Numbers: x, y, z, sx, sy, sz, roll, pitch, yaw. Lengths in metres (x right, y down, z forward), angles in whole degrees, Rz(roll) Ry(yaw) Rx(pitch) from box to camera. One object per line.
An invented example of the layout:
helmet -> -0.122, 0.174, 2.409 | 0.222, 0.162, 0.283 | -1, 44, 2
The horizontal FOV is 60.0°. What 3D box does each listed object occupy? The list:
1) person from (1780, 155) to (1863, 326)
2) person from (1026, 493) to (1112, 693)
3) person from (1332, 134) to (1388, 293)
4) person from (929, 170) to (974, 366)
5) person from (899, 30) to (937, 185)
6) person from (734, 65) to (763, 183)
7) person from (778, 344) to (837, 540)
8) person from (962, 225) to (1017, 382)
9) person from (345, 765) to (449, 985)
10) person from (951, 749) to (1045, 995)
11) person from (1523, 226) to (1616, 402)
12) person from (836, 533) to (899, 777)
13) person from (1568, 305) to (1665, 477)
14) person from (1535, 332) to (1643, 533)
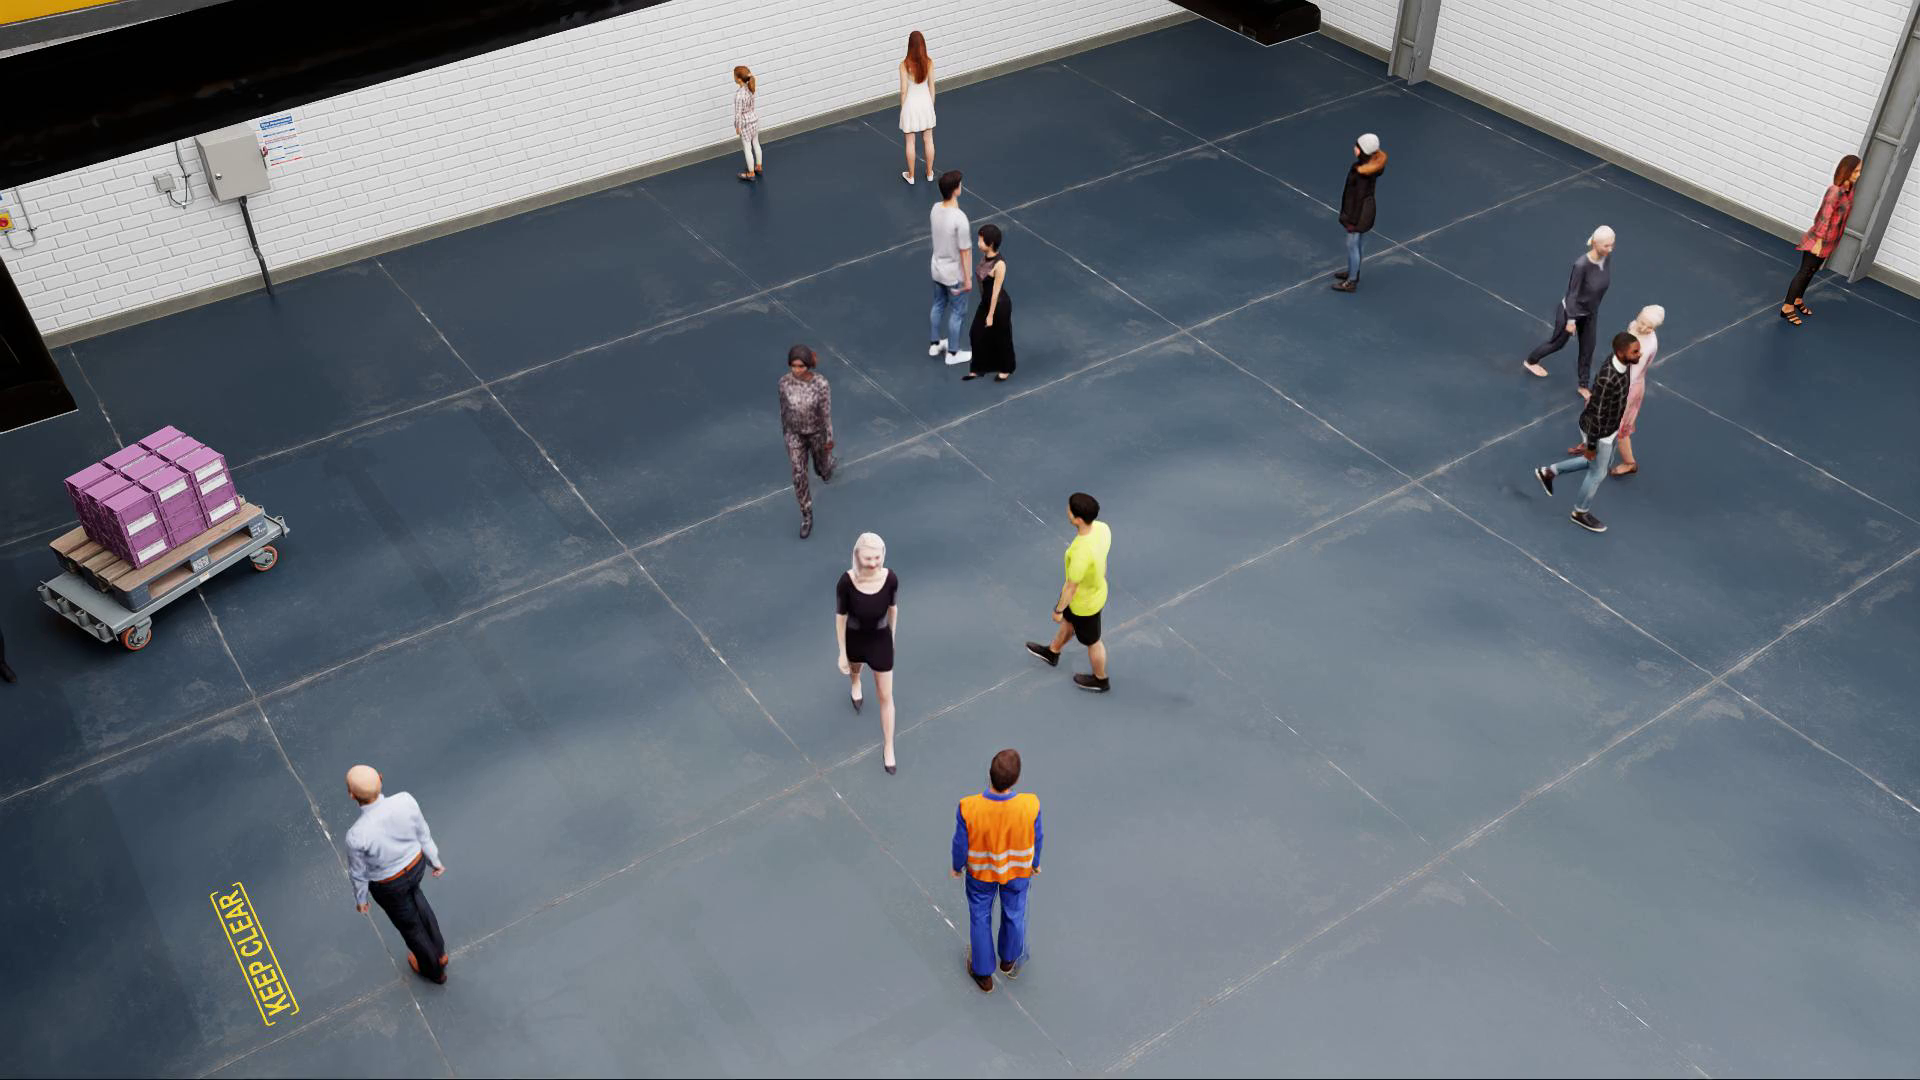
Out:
person -> 8.240, -2.885, 15.878 | 0.606, 1.702, 0.653 | 32, 48, 33
person -> 0.970, 0.402, 11.776 | 1.062, 1.686, 0.947 | 14, 41, 16
person -> 3.931, -3.222, 16.356 | 0.774, 1.633, 0.735 | 11, 40, 14
person -> -0.095, -2.488, 15.235 | 0.725, 1.885, 0.490 | -24, 44, -27
person -> -0.465, -4.733, 18.185 | 0.626, 1.711, 0.617 | -10, 40, -13
person -> -2.338, -4.615, 18.359 | 0.629, 1.310, 0.602 | 19, 42, 22
person -> -1.201, -0.872, 13.367 | 1.018, 1.691, 1.071 | 7, 39, 9
person -> 0.391, -2.125, 15.022 | 0.709, 1.583, 0.702 | -19, 42, -22
person -> -3.211, 2.012, 9.683 | 0.727, 1.781, 0.744 | 24, 45, 27
person -> 0.222, 1.924, 9.728 | 0.816, 1.863, 0.836 | -5, 39, -6
person -> 5.473, -2.098, 14.905 | 0.672, 1.687, 0.989 | -24, 44, -27
person -> -0.664, 0.650, 11.388 | 0.929, 1.782, 1.245 | -7, 39, -9
person -> 5.578, -1.247, 13.870 | 0.886, 1.650, 0.826 | 9, 39, 11
person -> 5.052, -0.919, 13.334 | 1.027, 1.804, 0.874 | 23, 44, 26
